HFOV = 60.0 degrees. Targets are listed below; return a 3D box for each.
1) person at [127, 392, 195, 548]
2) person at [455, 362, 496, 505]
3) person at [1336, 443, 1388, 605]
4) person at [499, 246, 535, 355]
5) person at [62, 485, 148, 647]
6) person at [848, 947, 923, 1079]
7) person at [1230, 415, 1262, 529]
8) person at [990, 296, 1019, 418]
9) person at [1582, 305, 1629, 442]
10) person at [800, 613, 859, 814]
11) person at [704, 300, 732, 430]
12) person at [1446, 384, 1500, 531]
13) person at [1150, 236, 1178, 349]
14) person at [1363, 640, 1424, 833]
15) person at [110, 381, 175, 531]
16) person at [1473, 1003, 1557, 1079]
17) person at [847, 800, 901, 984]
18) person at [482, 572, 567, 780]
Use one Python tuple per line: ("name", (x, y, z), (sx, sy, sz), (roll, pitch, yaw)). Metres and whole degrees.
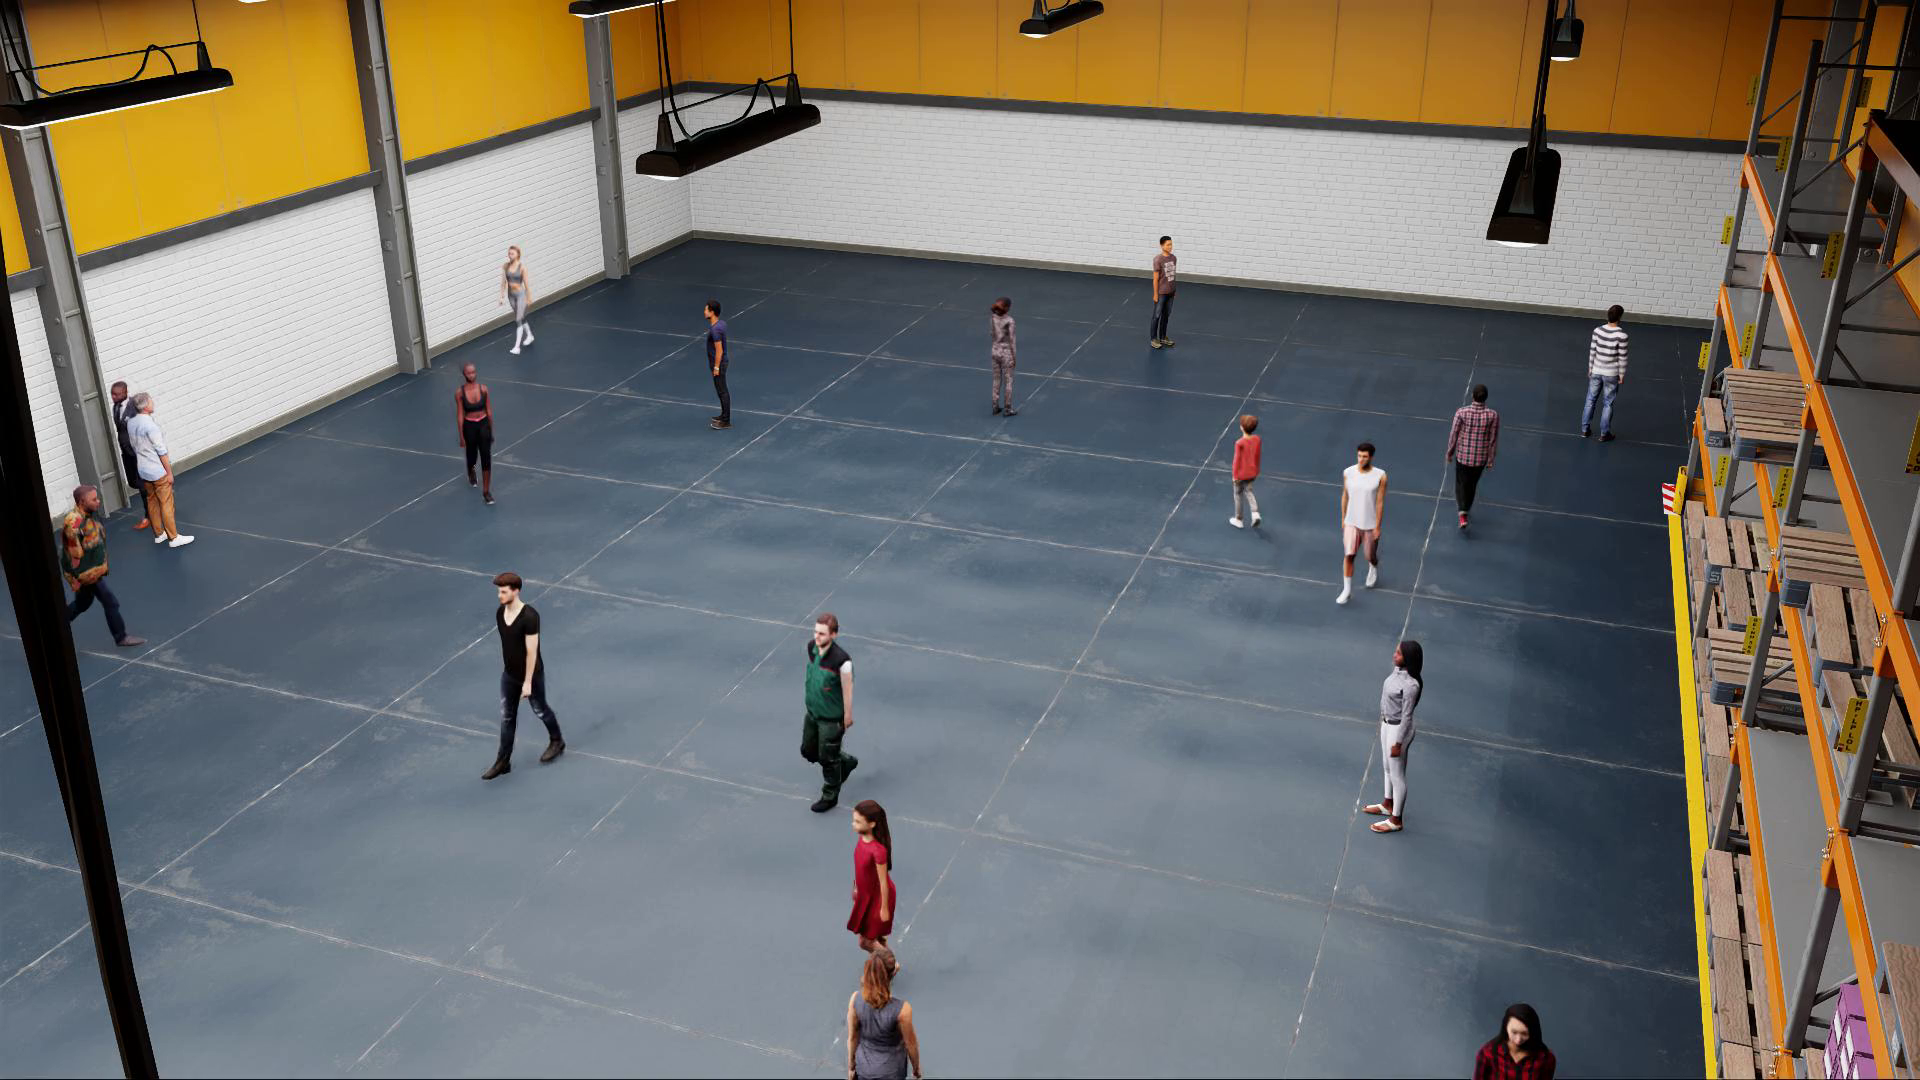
("person", (-9.259, -0.817, 19.121), (0.726, 1.828, 0.639), (14, 27, 28))
("person", (-5.956, -1.354, 20.460), (0.989, 1.740, 1.026), (-12, 26, -26))
("person", (4.352, -0.219, 17.830), (0.771, 1.765, 1.108), (13, 27, 28))
("person", (-6.924, -3.798, 26.155), (0.623, 1.656, 1.138), (7, 24, 15))
("person", (-8.814, 0.325, 16.603), (1.109, 1.752, 1.239), (-3, 24, -6))
("person", (-0.501, 3.249, 9.963), (0.582, 1.713, 0.638), (11, 26, 23))
("person", (3.405, -0.774, 19.545), (0.734, 1.409, 0.791), (-11, 26, -24))
("person", (0.598, -2.582, 23.301), (0.651, 1.713, 0.669), (20, 31, 38))
("person", (8.691, -2.259, 22.388), (0.720, 1.854, 0.682), (21, 31, 40))
("person", (-1.061, 1.415, 14.012), (0.941, 1.830, 0.840), (-21, 31, -39))
("person", (-3.311, -2.422, 22.839), (0.780, 1.791, 0.613), (-2, 24, -4))
("person", (6.018, -0.967, 19.562), (0.842, 1.749, 1.140), (3, 24, 7))
("person", (3.216, -3.950, 26.347), (0.655, 1.779, 0.766), (-18, 29, -35))
("person", (3.613, 1.592, 13.738), (0.718, 1.725, 0.579), (0, 24, -1))
("person", (-9.680, -1.050, 19.687), (0.854, 1.802, 0.956), (13, 27, 28))
("person", (3.217, 3.349, 9.821), (0.649, 1.642, 0.755), (5, 24, 12))
("person", (-0.539, 2.513, 11.861), (0.774, 1.541, 0.714), (-11, 26, -24))
("person", (-3.757, 1.146, 14.584), (0.781, 1.864, 1.120), (13, 27, 28))
